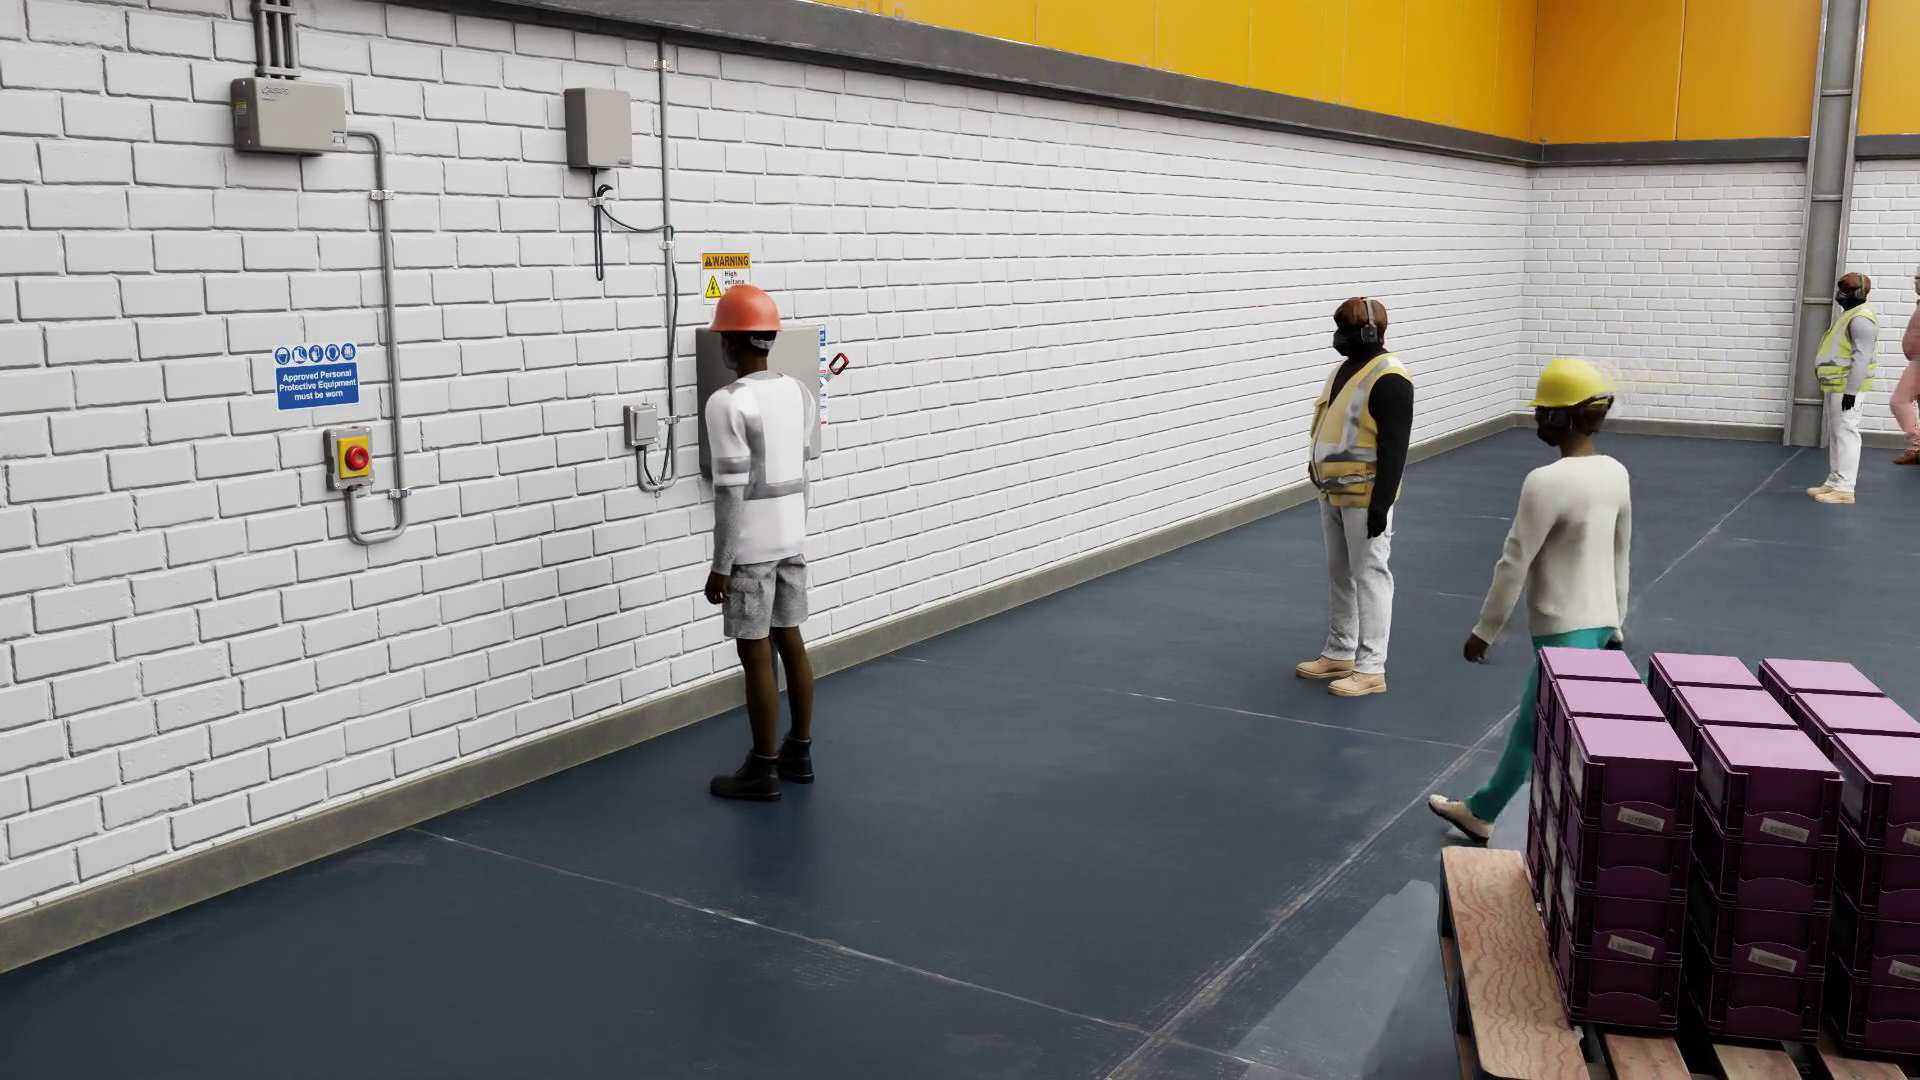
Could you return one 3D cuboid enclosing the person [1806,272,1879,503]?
[{"bbox_3d":[7.098,-1.219,13.369,0.429,1.843,0.633,3,11,17],"label":"person"}]

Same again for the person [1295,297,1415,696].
[{"bbox_3d":[1.837,-0.204,7.753,0.429,1.844,0.625,-2,11,-13],"label":"person"}]

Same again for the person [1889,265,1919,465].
[{"bbox_3d":[8.965,-1.630,15.517,0.511,1.884,0.661,8,13,38],"label":"person"}]

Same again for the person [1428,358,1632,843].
[{"bbox_3d":[1.940,0.270,5.453,0.539,1.716,0.907,-9,14,-41],"label":"person"}]

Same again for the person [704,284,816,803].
[{"bbox_3d":[-0.772,0.018,6.251,0.377,1.938,0.547,6,12,31],"label":"person"}]
